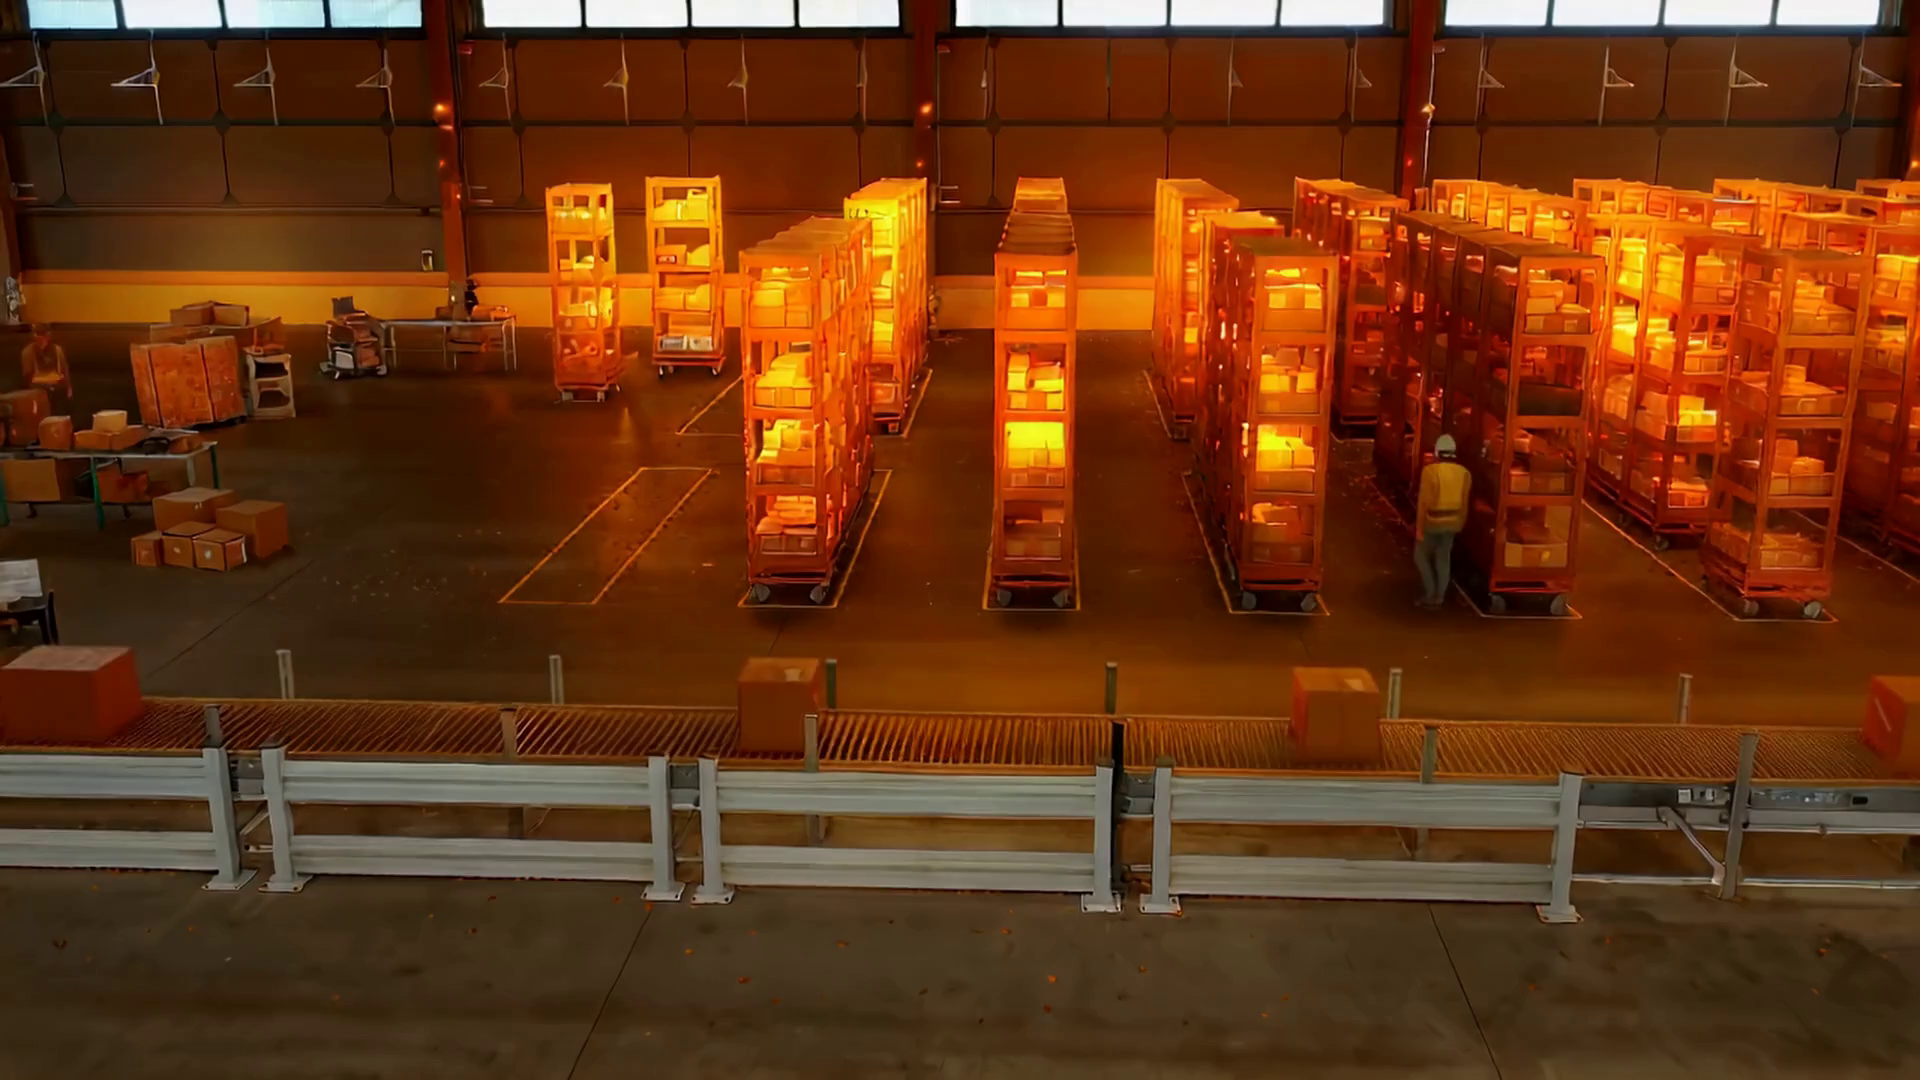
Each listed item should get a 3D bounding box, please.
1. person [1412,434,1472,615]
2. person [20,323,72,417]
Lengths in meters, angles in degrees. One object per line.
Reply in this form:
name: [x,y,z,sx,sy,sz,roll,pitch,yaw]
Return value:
person: [4.817,-0.156,16.709,0.622,1.799,0.517,-4,16,-16]
person: [-13.308,-2.227,24.245,1.017,1.889,0.621,10,18,33]
